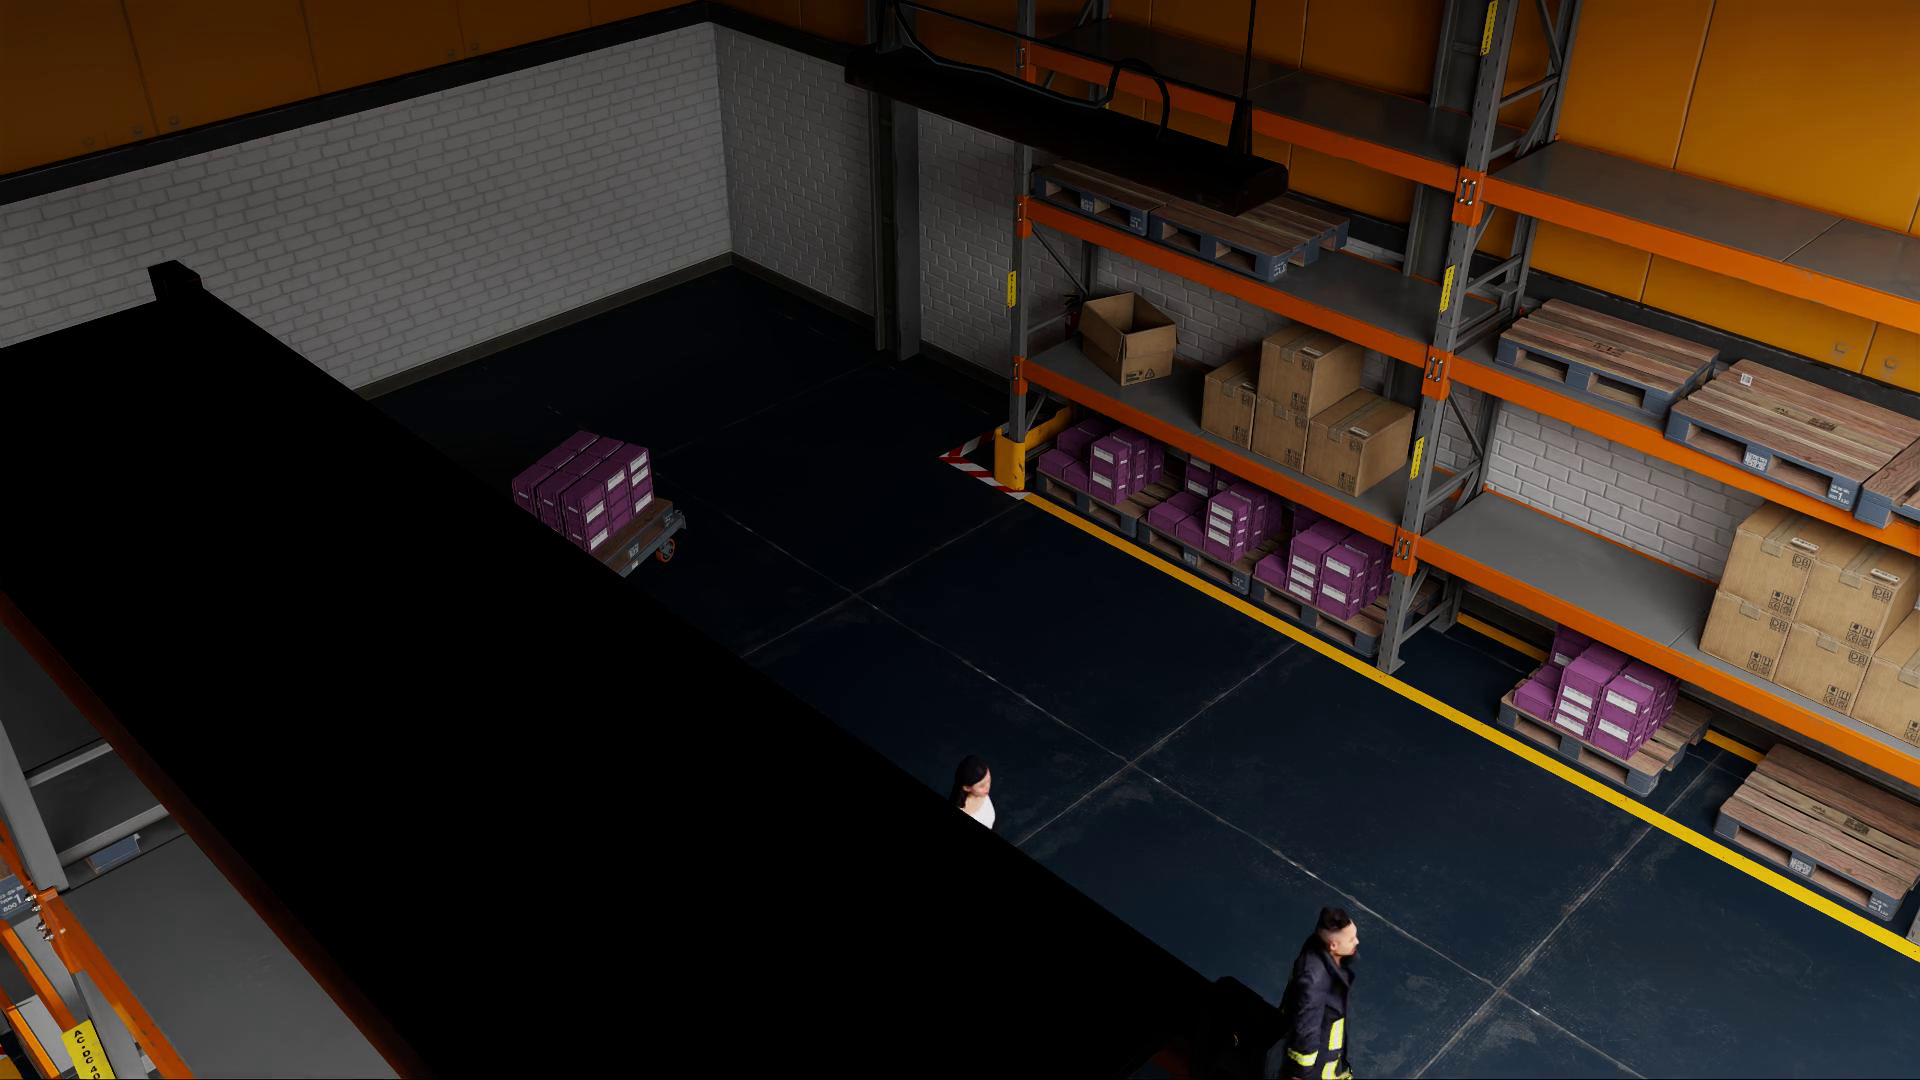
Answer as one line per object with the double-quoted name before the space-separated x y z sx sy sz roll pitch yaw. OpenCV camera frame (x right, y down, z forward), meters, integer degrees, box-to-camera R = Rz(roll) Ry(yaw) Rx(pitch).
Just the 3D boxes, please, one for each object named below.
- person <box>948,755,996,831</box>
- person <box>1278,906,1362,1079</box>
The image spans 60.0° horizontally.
"person" -0.047 1.987 10.041 1.226 1.736 0.856 15 37 22
"person" 1.821 2.638 8.959 0.885 1.850 0.880 15 36 21
